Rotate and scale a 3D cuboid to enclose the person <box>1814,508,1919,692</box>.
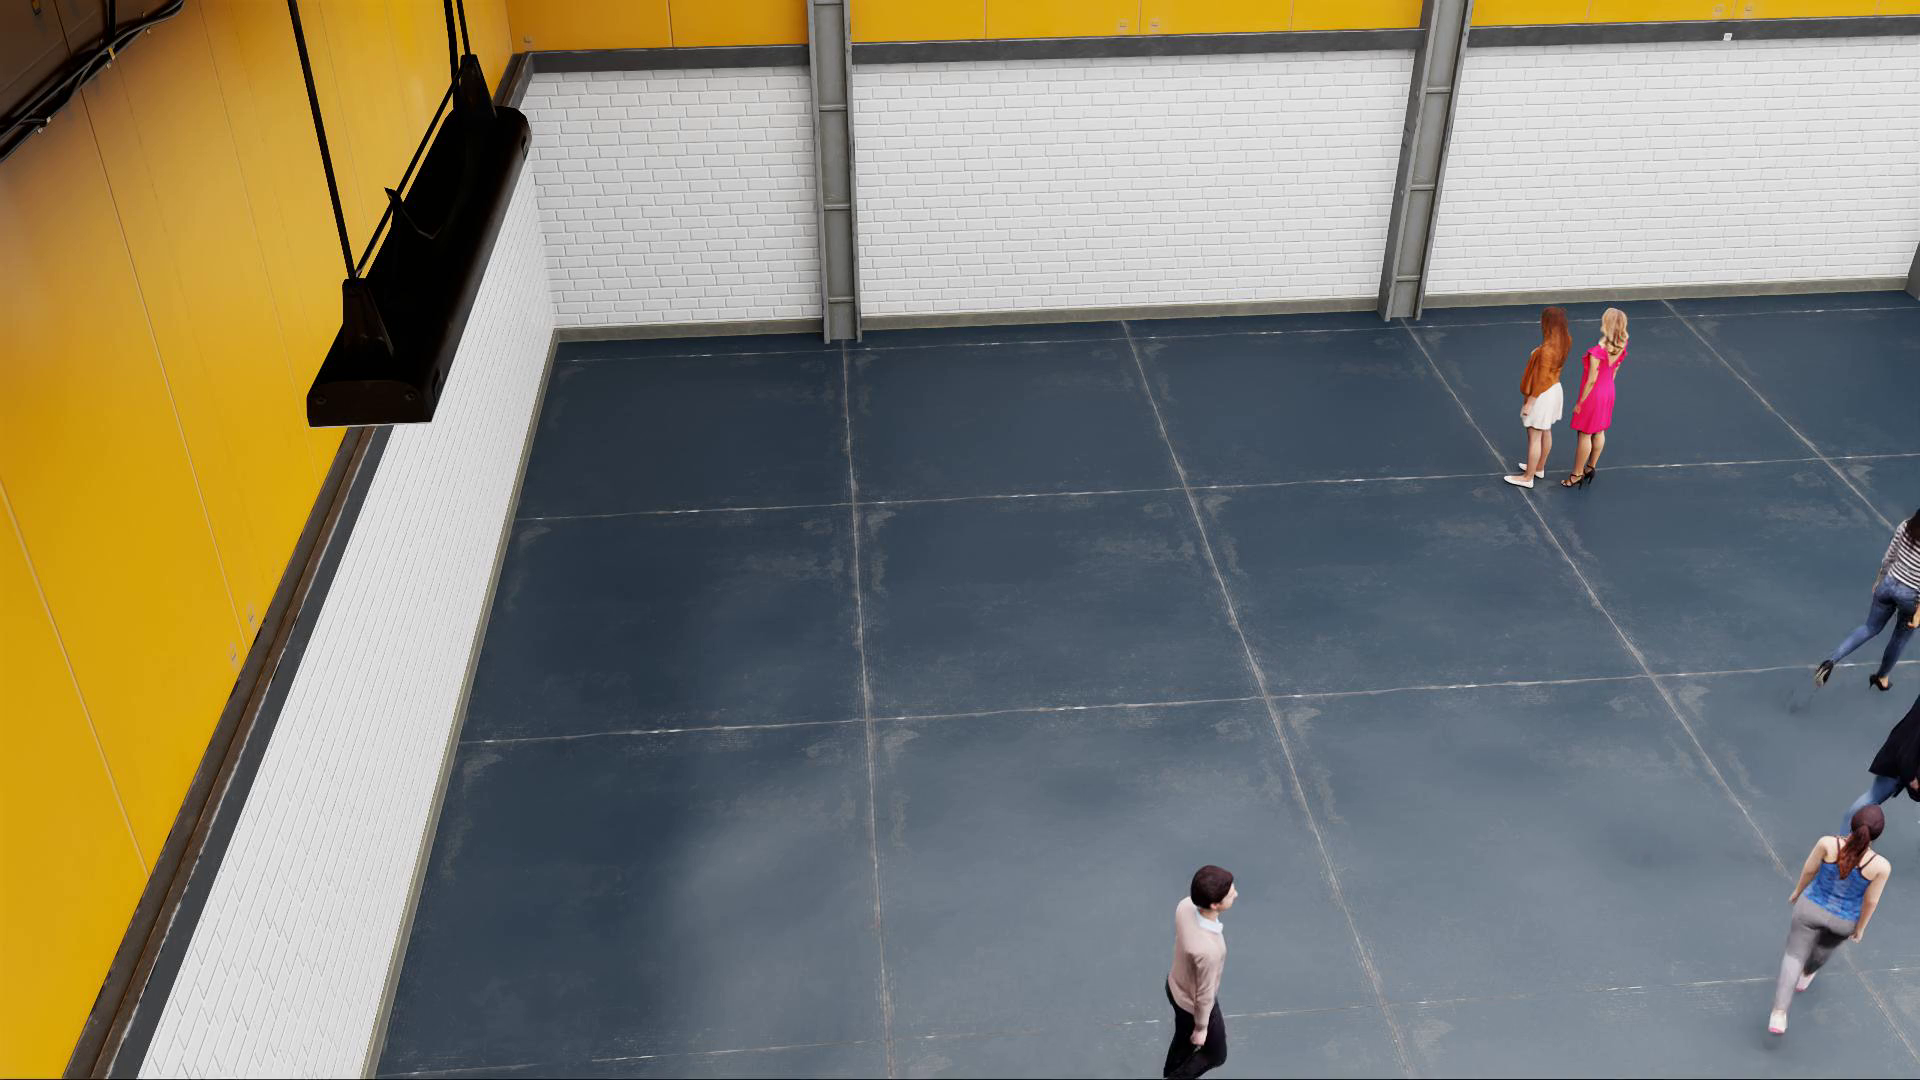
[{"bbox_3d":[6.717,0.451,12.023,1.094,1.770,0.789,-12,35,-17],"label":"person"}]

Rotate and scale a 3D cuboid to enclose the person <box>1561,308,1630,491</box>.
[{"bbox_3d":[5.599,-1.244,14.609,0.619,1.729,0.717,-20,39,-27],"label":"person"}]

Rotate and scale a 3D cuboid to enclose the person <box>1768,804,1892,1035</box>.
[{"bbox_3d":[4.974,2.191,9.578,1.029,1.579,1.028,20,39,27],"label":"person"}]

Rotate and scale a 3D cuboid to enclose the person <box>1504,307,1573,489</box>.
[{"bbox_3d":[5.153,-1.262,14.651,0.778,1.713,0.709,27,42,35],"label":"person"}]

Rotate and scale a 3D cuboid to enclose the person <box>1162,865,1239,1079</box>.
[{"bbox_3d":[1.193,2.467,8.964,0.618,1.798,0.653,-5,34,-7],"label":"person"}]

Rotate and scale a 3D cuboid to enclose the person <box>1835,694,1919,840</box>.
[{"bbox_3d":[6.023,1.429,10.667,1.112,1.642,0.748,3,34,4],"label":"person"}]
